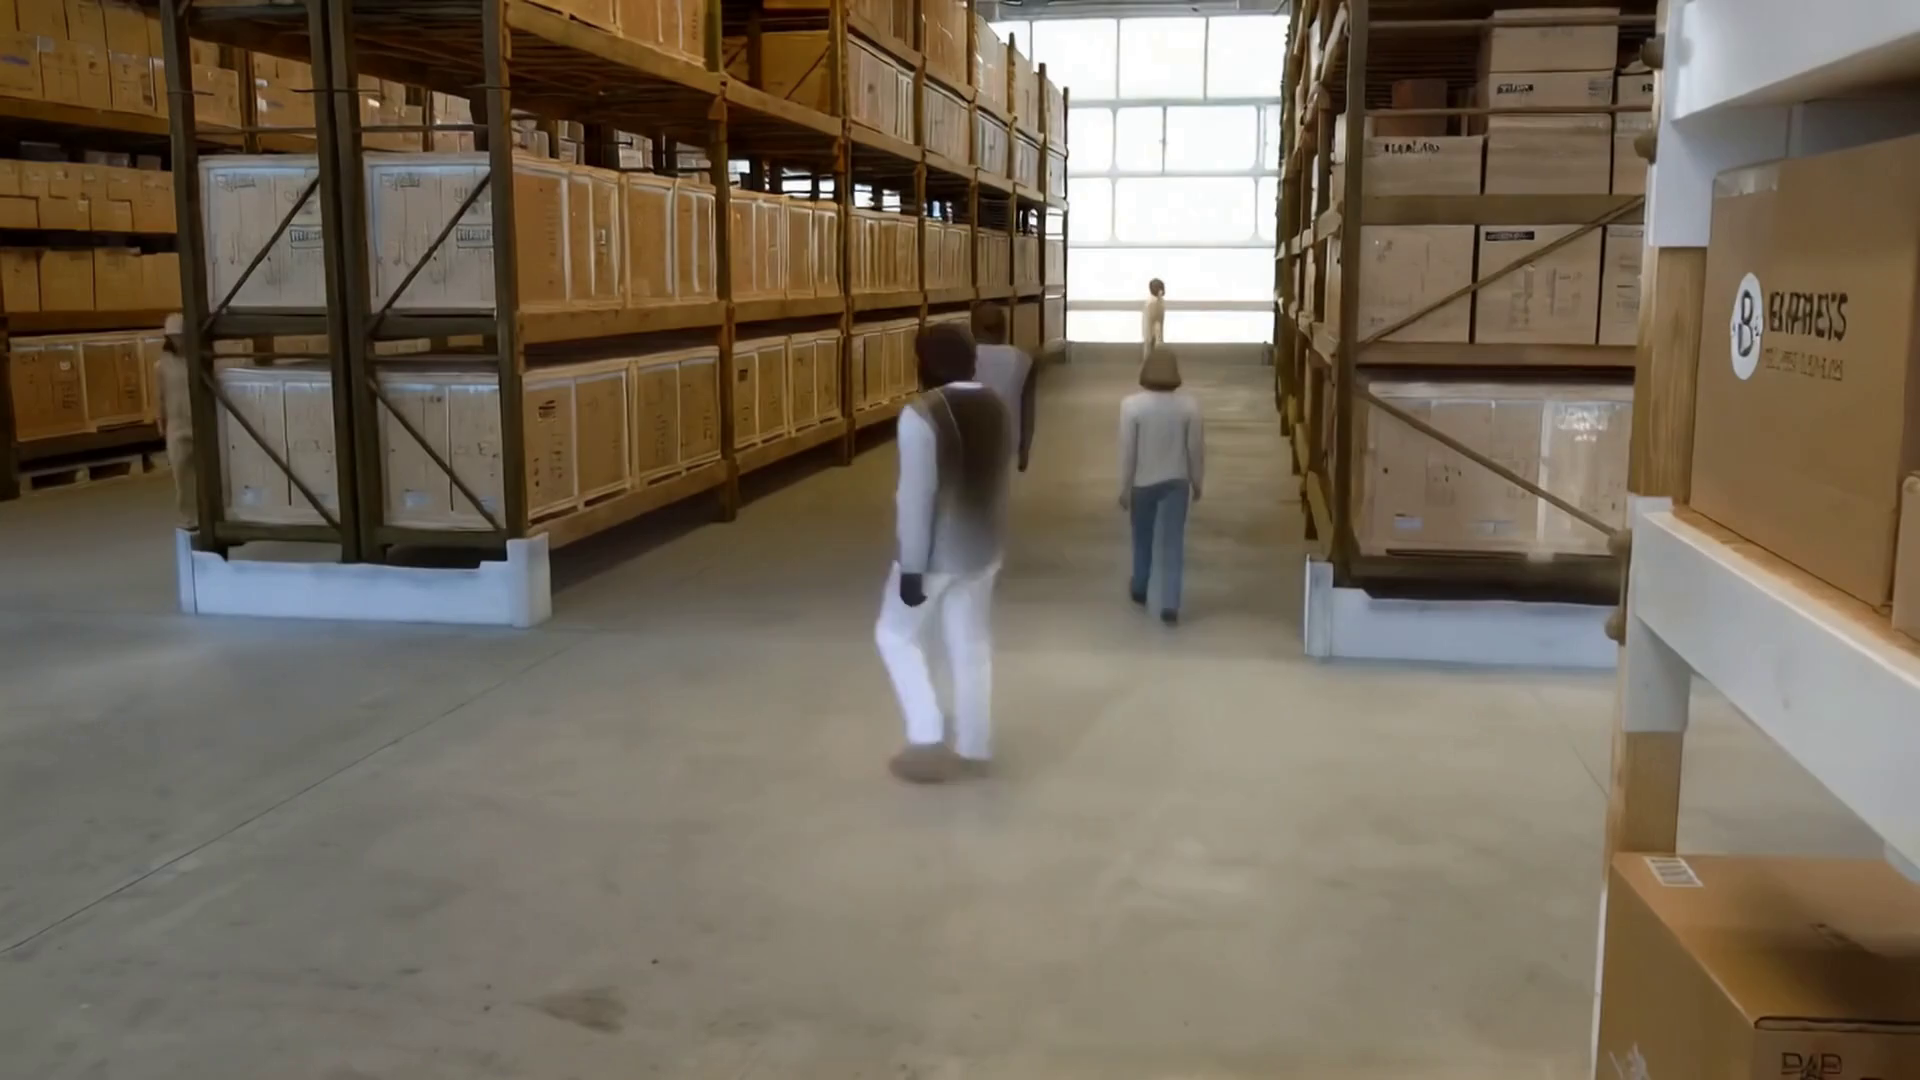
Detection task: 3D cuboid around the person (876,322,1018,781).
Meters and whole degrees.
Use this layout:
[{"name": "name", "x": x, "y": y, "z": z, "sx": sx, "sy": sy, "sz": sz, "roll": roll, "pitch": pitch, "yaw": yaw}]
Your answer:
[{"name": "person", "x": -0.084, "y": 0.056, "z": 6.593, "sx": 0.540, "sy": 1.825, "sz": 0.636, "roll": 8, "pitch": 12, "yaw": 42}]

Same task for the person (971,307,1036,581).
[{"name": "person", "x": 0.161, "y": -0.639, "z": 11.036, "sx": 0.632, "sy": 1.799, "sz": 0.957, "roll": -3, "pitch": 10, "yaw": -20}]

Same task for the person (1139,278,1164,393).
[{"name": "person", "x": 3.109, "y": -3.258, "z": 26.856, "sx": 0.373, "sy": 1.931, "sz": 0.638, "roll": 6, "pitch": 11, "yaw": 32}]

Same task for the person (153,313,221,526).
[{"name": "person", "x": -5.703, "y": -0.824, "z": 12.362, "sx": 0.496, "sy": 1.725, "sz": 0.485, "roll": -1, "pitch": 9, "yaw": -6}]

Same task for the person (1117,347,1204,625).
[{"name": "person", "x": 1.169, "y": -0.330, "z": 9.726, "sx": 0.524, "sy": 1.580, "sz": 0.869, "roll": 0, "pitch": 9, "yaw": -2}]
